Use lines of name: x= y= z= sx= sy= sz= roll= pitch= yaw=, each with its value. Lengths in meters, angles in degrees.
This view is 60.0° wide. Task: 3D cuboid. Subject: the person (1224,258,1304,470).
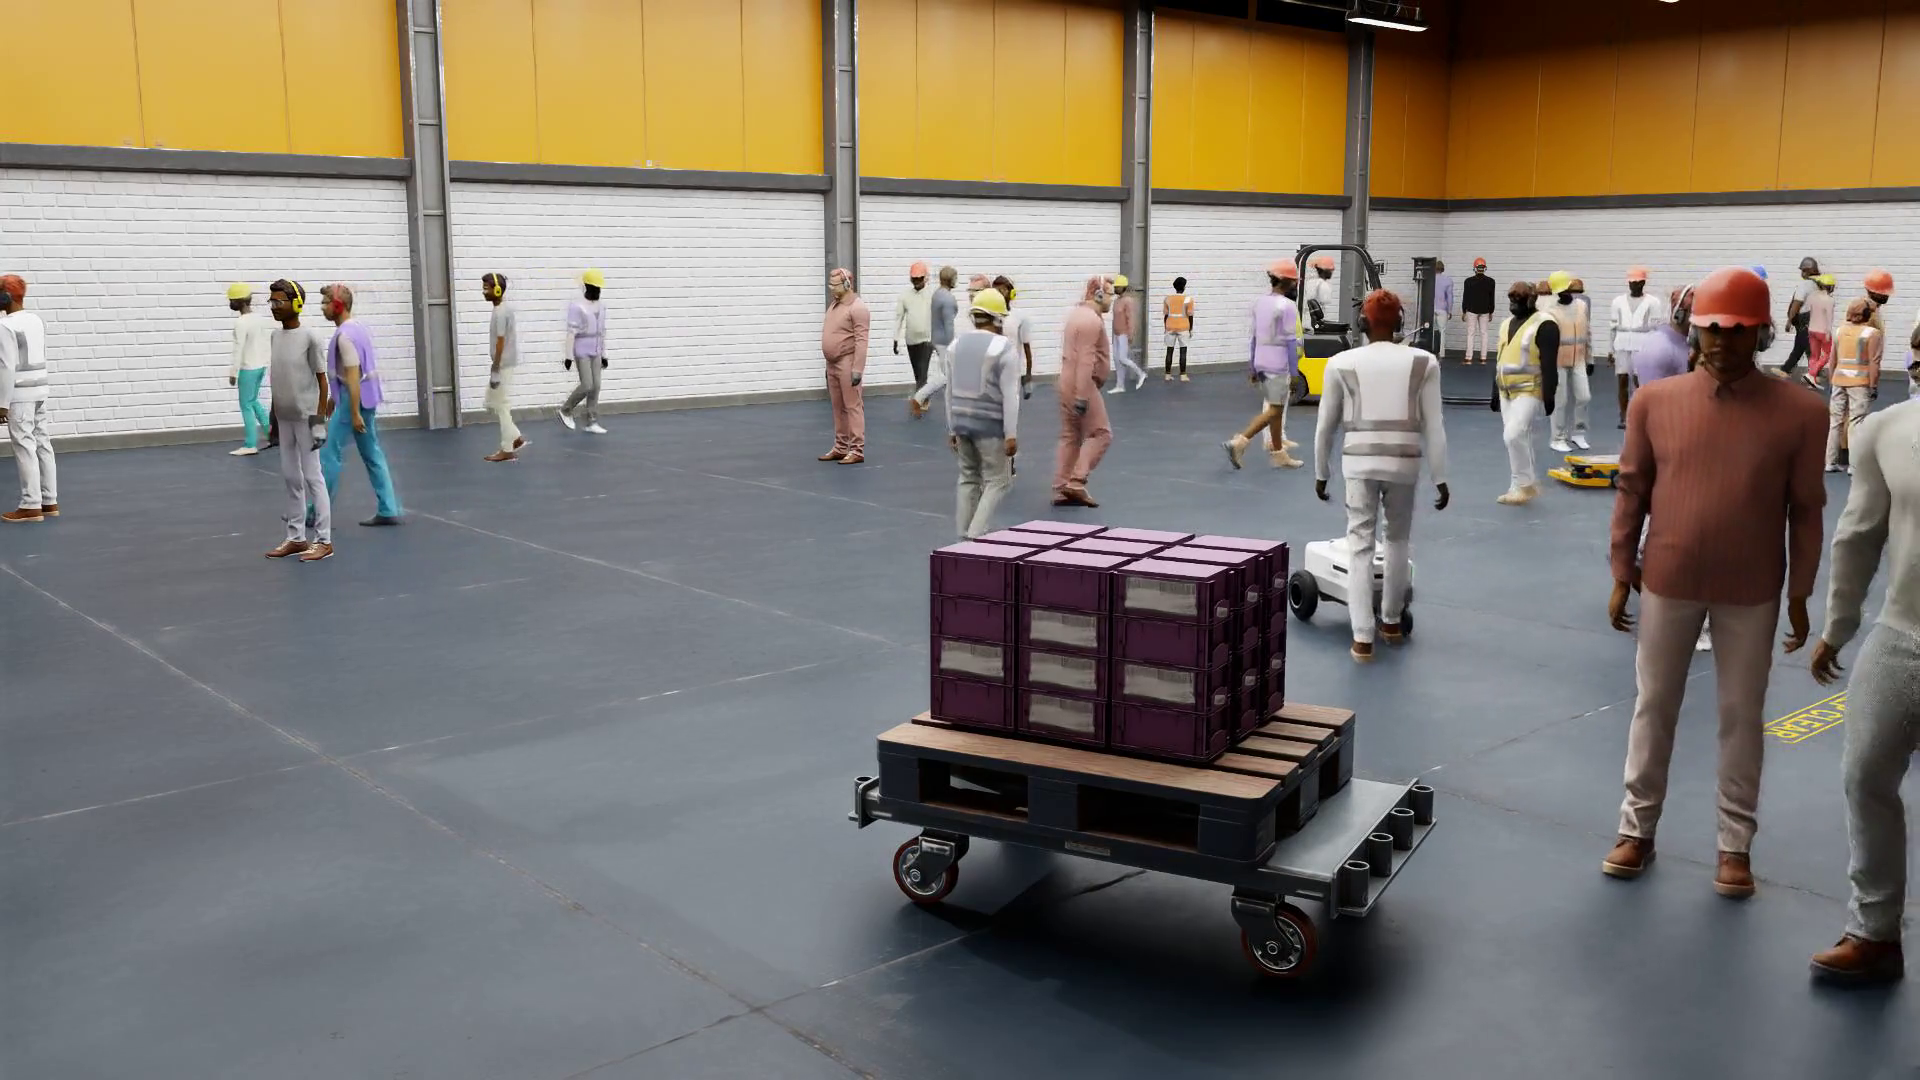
person: x=2.869 y=-1.628 z=15.589 sx=0.864 sy=2.016 sz=0.612 roll=-4 pitch=10 yaw=-21

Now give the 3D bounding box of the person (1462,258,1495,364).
person: x=9.717 y=-4.288 z=31.210 sx=0.615 sy=1.989 sz=0.402 roll=-1 pitch=10 yaw=-4

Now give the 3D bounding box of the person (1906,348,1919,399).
person: x=5.461 y=-0.509 z=9.218 sx=0.544 sy=1.939 sz=0.354 roll=-6 pitch=11 yaw=-32

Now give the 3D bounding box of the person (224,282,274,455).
person: x=-7.259 y=-1.737 z=16.929 sx=0.365 sy=1.758 sz=0.577 roll=0 pitch=10 yaw=-1

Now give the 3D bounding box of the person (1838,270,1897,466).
person: x=8.712 y=-1.644 z=16.018 sx=0.465 sy=1.891 sz=0.719 roll=6 pitch=12 yaw=33

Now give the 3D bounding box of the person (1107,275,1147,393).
person: x=2.442 y=-3.031 z=24.549 sx=0.496 sy=1.754 sz=0.524 roll=-4 pitch=10 yaw=-22

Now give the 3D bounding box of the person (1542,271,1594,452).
person: x=6.247 y=-1.824 z=17.122 sx=0.693 sy=1.871 sz=0.459 roll=-2 pitch=10 yaw=-14

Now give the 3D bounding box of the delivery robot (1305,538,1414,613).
delivery robot: x=2.171 y=0.160 z=9.071 sx=0.477 sy=0.478 sz=0.707 roll=-3 pitch=10 yaw=-14

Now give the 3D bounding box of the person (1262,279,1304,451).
person: x=3.366 y=-1.849 z=17.355 sx=0.429 sy=1.839 sz=0.633 roll=6 pitch=11 yaw=30

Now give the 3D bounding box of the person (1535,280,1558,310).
person: x=9.638 y=-3.478 z=27.531 sx=0.497 sy=1.627 sz=0.288 roll=4 pitch=11 yaw=23

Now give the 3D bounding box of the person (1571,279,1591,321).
person: x=10.762 y=-3.761 z=29.175 sx=0.533 sy=1.614 sz=0.521 roll=2 pitch=10 yaw=10

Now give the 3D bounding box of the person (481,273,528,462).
person: x=-4.536 y=-1.687 z=16.341 sx=0.372 sy=1.855 sz=0.567 roll=-2 pitch=10 yaw=-14

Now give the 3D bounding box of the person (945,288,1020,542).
person: x=0.131 y=-0.754 z=11.022 sx=0.610 sy=1.810 sz=0.517 roll=9 pitch=13 yaw=43

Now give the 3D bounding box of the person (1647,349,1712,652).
person: x=3.890 y=-0.272 z=8.807 sx=0.527 sy=1.606 sz=0.806 roll=3 pitch=10 yaw=18

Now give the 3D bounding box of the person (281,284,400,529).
person: x=-4.636 y=-0.976 z=12.330 sx=0.906 sy=1.805 sz=0.569 roll=-1 pitch=10 yaw=-6

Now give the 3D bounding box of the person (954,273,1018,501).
person: x=0.217 y=-1.275 z=13.851 sx=0.660 sy=1.883 sz=0.739 roll=9 pitch=13 yaw=43

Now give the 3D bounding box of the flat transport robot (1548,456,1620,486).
flat transport robot: x=6.042 y=-0.619 z=14.739 sx=1.431 sy=0.197 sz=0.652 roll=0 pitch=10 yaw=-1

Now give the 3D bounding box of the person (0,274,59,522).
person: x=-7.176 y=-1.080 z=12.724 sx=0.355 sy=1.883 sz=0.576 roll=0 pitch=10 yaw=0

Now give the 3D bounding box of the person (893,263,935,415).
person: x=-0.538 y=-2.609 z=21.521 sx=0.644 sy=1.941 sz=1.046 roll=3 pitch=10 yaw=15

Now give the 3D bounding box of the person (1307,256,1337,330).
person: x=5.244 y=-3.129 z=24.294 sx=0.496 sy=2.025 sz=0.619 roll=-1 pitch=10 yaw=-8

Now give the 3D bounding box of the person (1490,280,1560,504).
person: x=4.531 y=-1.180 z=13.478 sx=0.478 sy=1.825 sz=0.661 roll=-3 pitch=10 yaw=-17

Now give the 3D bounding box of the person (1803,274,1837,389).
person: x=13.018 y=-3.138 z=25.156 sx=0.399 sy=1.755 sz=0.533 roll=-2 pitch=10 yaw=-11

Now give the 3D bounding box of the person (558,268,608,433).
person: x=-4.269 y=-2.153 z=18.999 sx=0.593 sy=1.895 sz=0.593 roll=5 pitch=11 yaw=26

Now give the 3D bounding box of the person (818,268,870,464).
person: x=-1.147 y=-1.692 z=16.254 sx=0.407 sy=1.904 sz=0.639 roll=-6 pitch=12 yaw=-33

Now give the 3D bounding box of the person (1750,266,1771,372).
person: x=10.993 y=-2.862 z=23.158 sx=1.023 sy=1.897 sz=0.619 roll=2 pitch=10 yaw=9

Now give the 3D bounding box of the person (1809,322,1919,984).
person: x=2.694 y=0.309 z=4.531 sx=0.700 sy=1.901 sz=0.619 roll=9 pitch=14 yaw=44

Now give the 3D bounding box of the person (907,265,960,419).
person: x=-0.249 y=-2.371 z=20.213 sx=0.781 sy=1.916 sz=0.637 roll=-2 pitch=10 yaw=-14

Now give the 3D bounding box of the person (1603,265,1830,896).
person: x=2.379 y=0.136 z=5.287 sx=0.622 sy=1.989 sz=0.401 roll=6 pitch=11 yaw=30

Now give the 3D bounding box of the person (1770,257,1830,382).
person: x=13.587 y=-3.583 z=26.920 sx=0.708 sy=2.000 sz=0.976 roll=-7 pitch=12 yaw=-35

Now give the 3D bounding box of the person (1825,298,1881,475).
person: x=8.274 y=-1.419 z=15.416 sx=0.315 sy=1.640 sz=0.515 roll=-4 pitch=10 yaw=-21

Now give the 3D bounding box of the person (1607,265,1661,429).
person: x=7.927 y=-2.267 z=19.567 sx=0.550 sy=1.921 sz=0.569 roll=6 pitch=12 yaw=33

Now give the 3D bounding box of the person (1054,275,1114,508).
person: x=0.994 y=-1.184 z=13.361 sx=0.476 sy=1.874 sz=0.656 roll=-2 pitch=10 yaw=-9

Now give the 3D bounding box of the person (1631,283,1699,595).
person: x=4.015 y=-0.512 z=9.426 sx=0.647 sy=1.879 sz=0.495 roll=-9 pitch=13 yaw=-41

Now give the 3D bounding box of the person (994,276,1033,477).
person: x=0.326 y=-1.432 z=14.921 sx=0.541 sy=1.842 sz=0.764 roll=7 pitch=12 yaw=34

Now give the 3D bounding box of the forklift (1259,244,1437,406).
forklift: x=5.256 y=-2.933 z=22.661 sx=2.313 sy=2.155 sz=1.214 roll=3 pitch=10 yaw=16

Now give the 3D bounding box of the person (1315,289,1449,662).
person: x=2.147 y=-0.345 z=8.528 sx=0.648 sy=1.844 sz=0.869 roll=2 pitch=10 yaw=9

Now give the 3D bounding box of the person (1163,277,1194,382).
person: x=3.521 y=-3.392 z=26.827 sx=0.530 sy=1.689 sz=0.321 roll=5 pitch=11 yaw=26

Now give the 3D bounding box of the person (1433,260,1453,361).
person: x=9.168 y=-4.402 z=32.012 sx=0.632 sy=1.940 sz=0.372 roll=5 pitch=11 yaw=25

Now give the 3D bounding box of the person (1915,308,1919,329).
person: x=10.407 y=-1.912 z=17.739 sx=0.404 sy=1.833 sz=0.590 roll=1 pitch=10 yaw=6

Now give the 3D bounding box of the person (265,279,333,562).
person: x=-4.418 y=-0.791 z=11.064 sx=0.521 sy=1.874 sz=0.328 roll=5 pitch=11 yaw=28
